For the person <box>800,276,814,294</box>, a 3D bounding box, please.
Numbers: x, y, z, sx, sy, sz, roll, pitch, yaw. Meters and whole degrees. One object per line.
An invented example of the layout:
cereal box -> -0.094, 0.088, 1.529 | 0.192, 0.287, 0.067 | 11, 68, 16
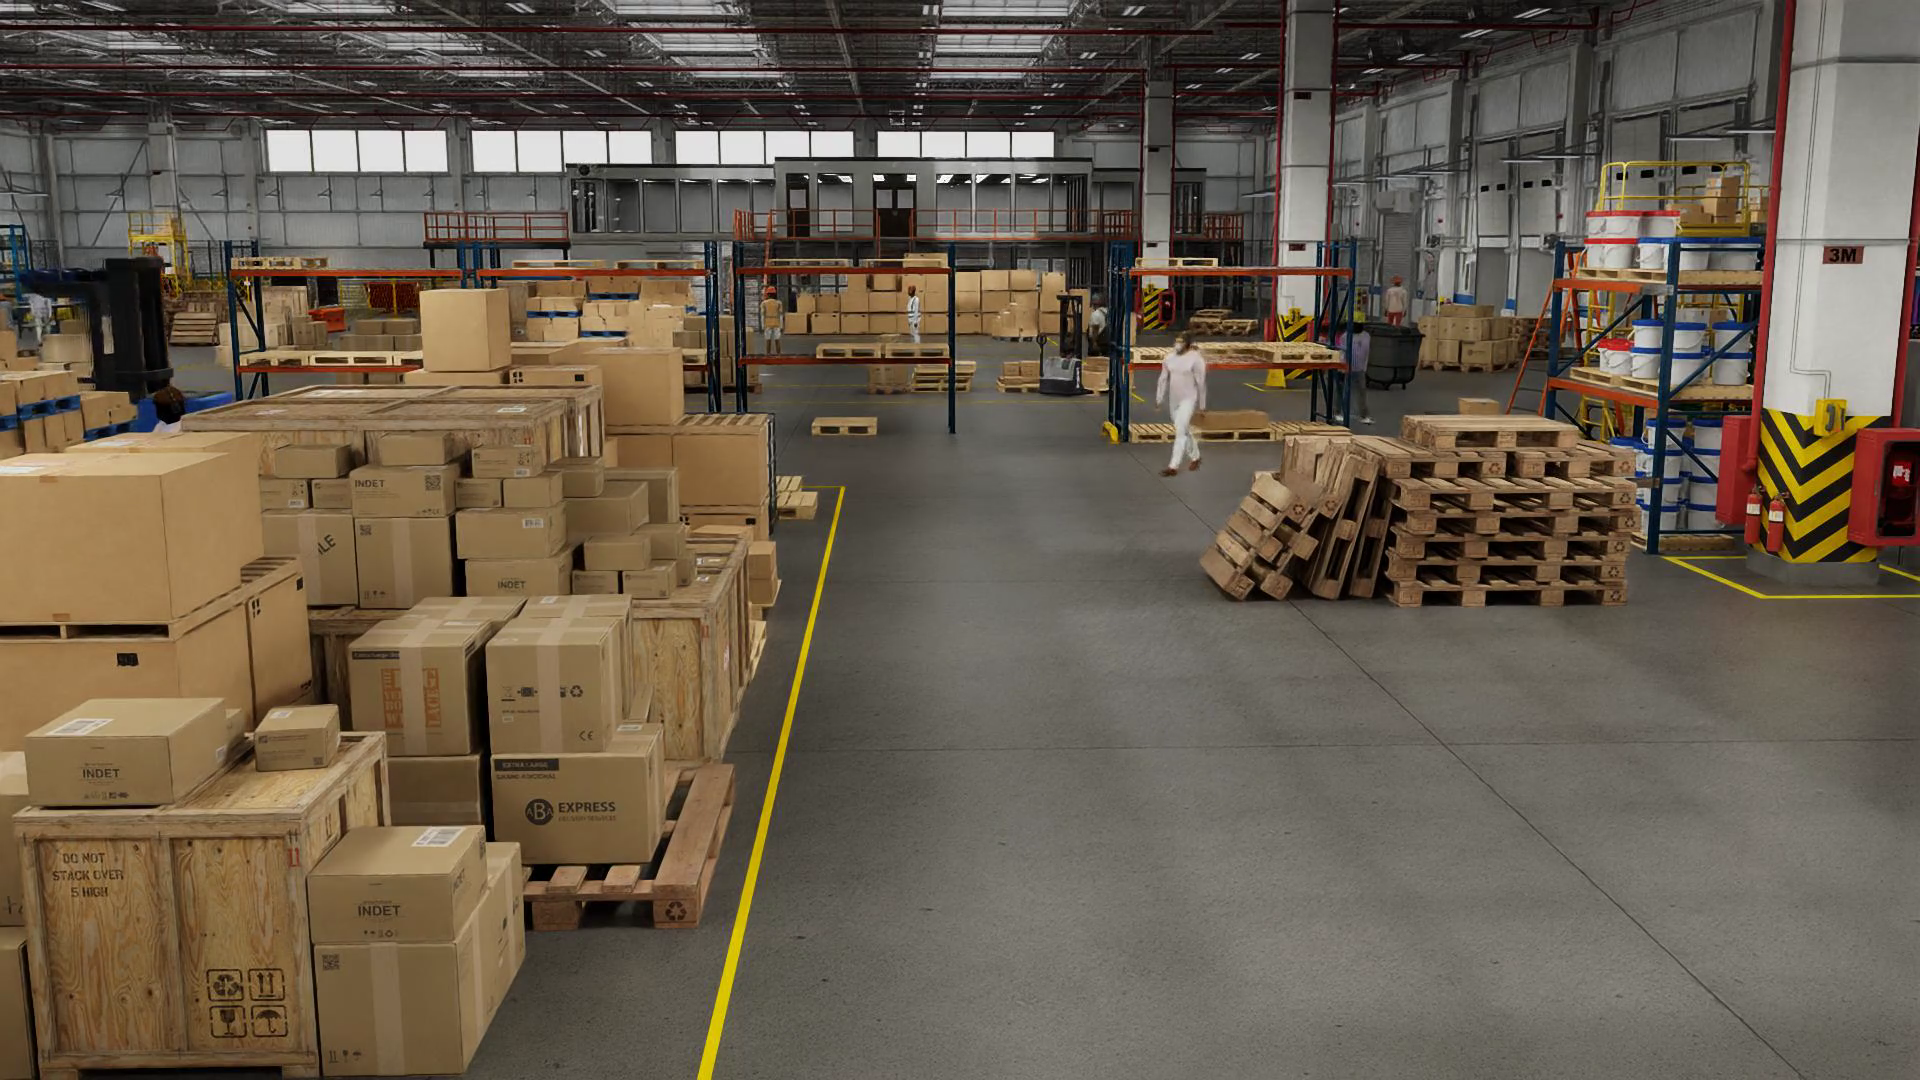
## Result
person -> -5.166, -7.996, 56.334 | 0.640, 1.879, 0.516 | 7, 12, 35

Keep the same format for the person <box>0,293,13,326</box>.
person -> -26.909, -6.127, 46.655 | 0.656, 1.607, 0.514 | 7, 13, 36

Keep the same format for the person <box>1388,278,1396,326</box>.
person -> 14.555, -7.870, 55.794 | 0.505, 1.817, 0.956 | -2, 10, -8

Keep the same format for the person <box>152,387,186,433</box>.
person -> -6.531, -0.359, 13.897 | 0.622, 1.838, 0.429 | 6, 12, 32

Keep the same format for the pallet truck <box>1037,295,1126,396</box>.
pallet truck -> 2.483, -3.881, 33.060 | 1.885, 1.965, 0.823 | -7, 13, -36

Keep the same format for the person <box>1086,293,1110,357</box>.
person -> 2.915, -4.207, 34.754 | 1.077, 2.000, 0.704 | 9, 13, 41

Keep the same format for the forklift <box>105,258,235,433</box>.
forklift -> -10.351, -2.179, 21.118 | 1.873, 2.768, 1.129 | 0, 10, -2

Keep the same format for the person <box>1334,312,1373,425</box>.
person -> 6.609, -2.903, 27.979 | 0.607, 1.874, 1.001 | -3, 11, -17

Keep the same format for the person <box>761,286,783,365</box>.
person -> -4.643, -5.289, 41.090 | 0.543, 1.932, 0.376 | -1, 10, -6

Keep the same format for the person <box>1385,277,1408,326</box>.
person -> 13.155, -6.933, 50.120 | 0.651, 1.974, 0.458 | 4, 11, 19

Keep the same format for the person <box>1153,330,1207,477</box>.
person -> 2.946, -1.800, 21.772 | 0.985, 1.902, 0.632 | -9, 14, -42

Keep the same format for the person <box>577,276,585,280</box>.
person -> -13.264, -8.359, 58.222 | 0.410, 1.924, 0.550 | 8, 13, 38

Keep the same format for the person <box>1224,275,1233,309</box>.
person -> 12.191, -11.361, 75.168 | 0.429, 1.845, 0.621 | 8, 13, 39

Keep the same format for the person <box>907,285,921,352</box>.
person -> -1.233, -5.833, 44.287 | 0.350, 1.878, 0.568 | -4, 11, -19

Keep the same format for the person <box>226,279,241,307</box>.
person -> -25.504, -8.296, 58.429 | 0.484, 1.725, 0.433 | -1, 10, -3

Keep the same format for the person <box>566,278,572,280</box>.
person -> -13.087, -7.872, 55.733 | 0.969, 1.847, 0.575 | 6, 12, 31

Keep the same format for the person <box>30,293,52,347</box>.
person -> -26.598, -6.480, 48.194 | 0.579, 1.778, 0.901 | -3, 10, -14
